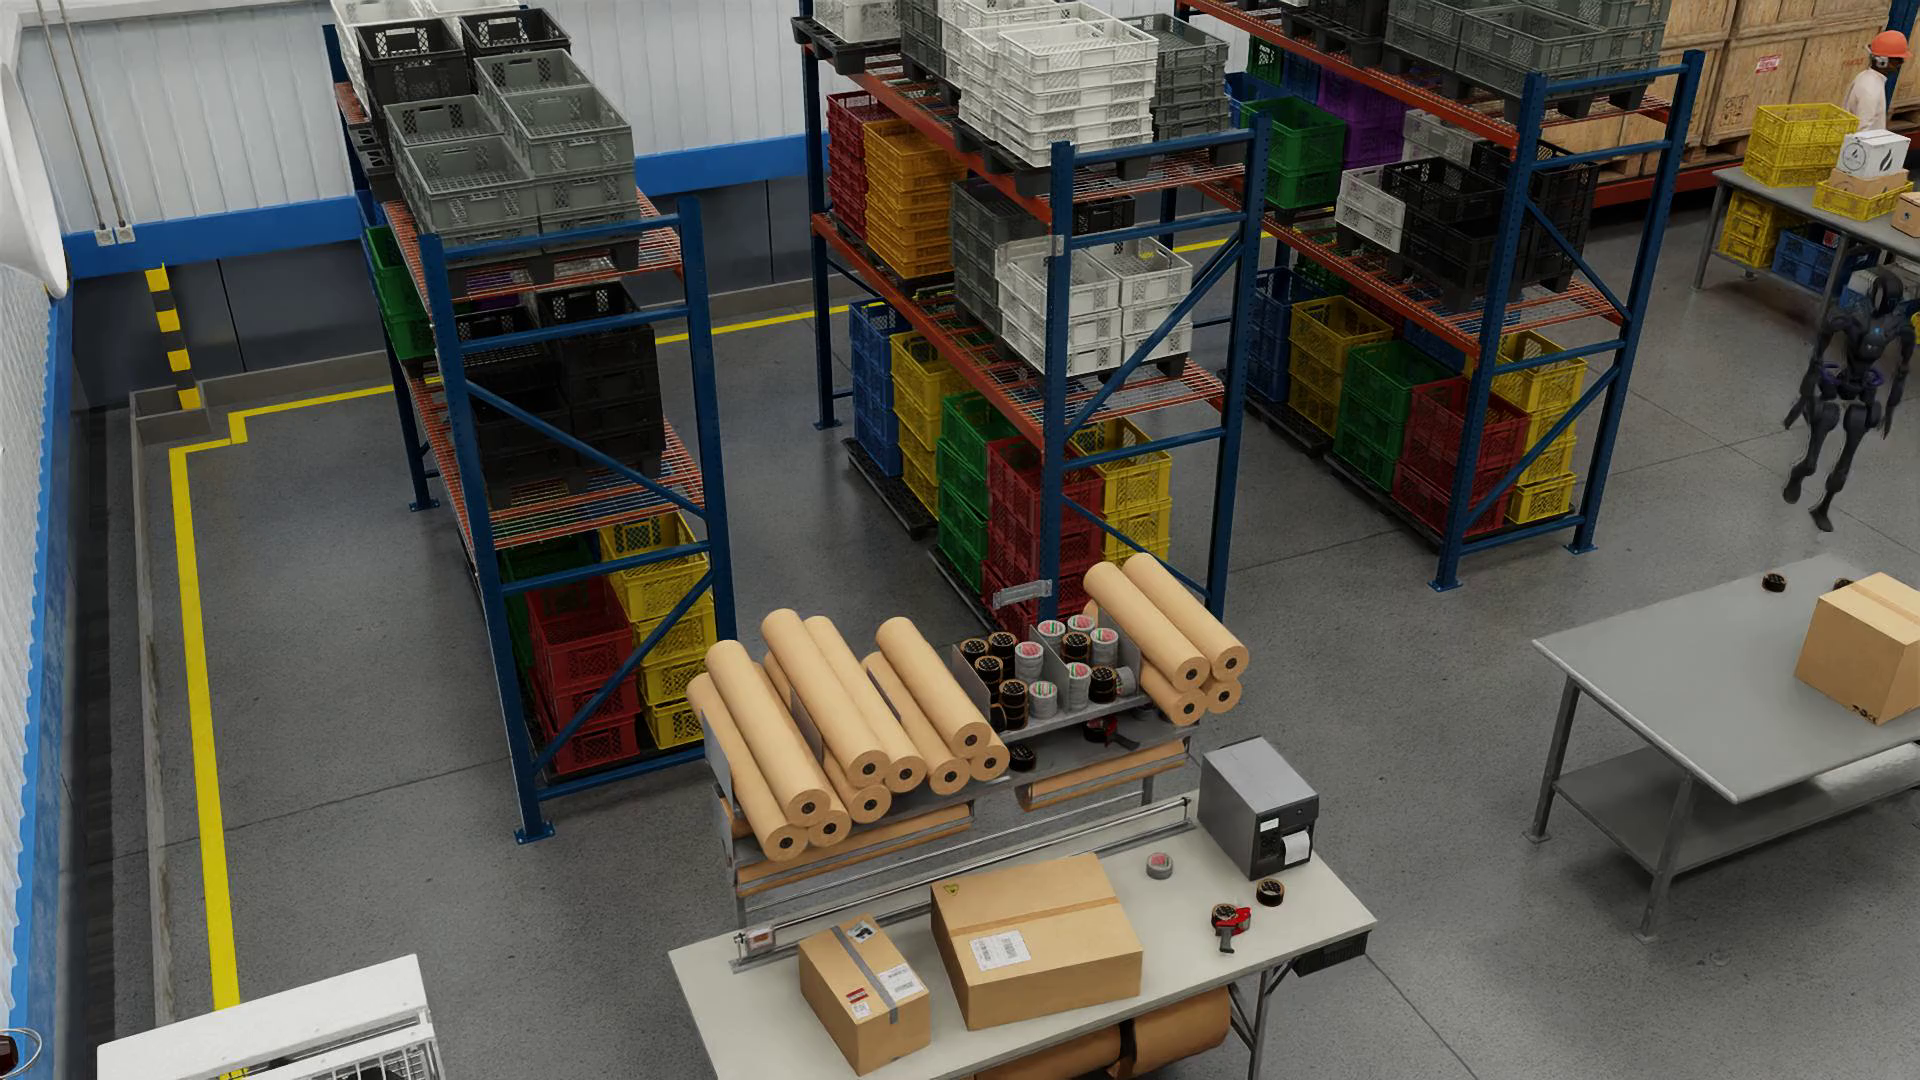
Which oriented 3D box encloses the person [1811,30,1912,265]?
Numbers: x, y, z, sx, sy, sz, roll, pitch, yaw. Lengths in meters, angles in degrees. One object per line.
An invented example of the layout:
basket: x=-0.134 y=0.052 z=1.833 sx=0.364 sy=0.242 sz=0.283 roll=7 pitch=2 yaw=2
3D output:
person: x=7.160 y=-3.073 z=13.316 sx=0.389 sy=1.995 sz=0.611 roll=12 pitch=34 yaw=18

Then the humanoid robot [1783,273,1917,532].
humanoid robot: x=5.316 y=-0.842 z=9.998 sx=0.612 sy=1.651 sz=0.375 roll=7 pitch=32 yaw=11
